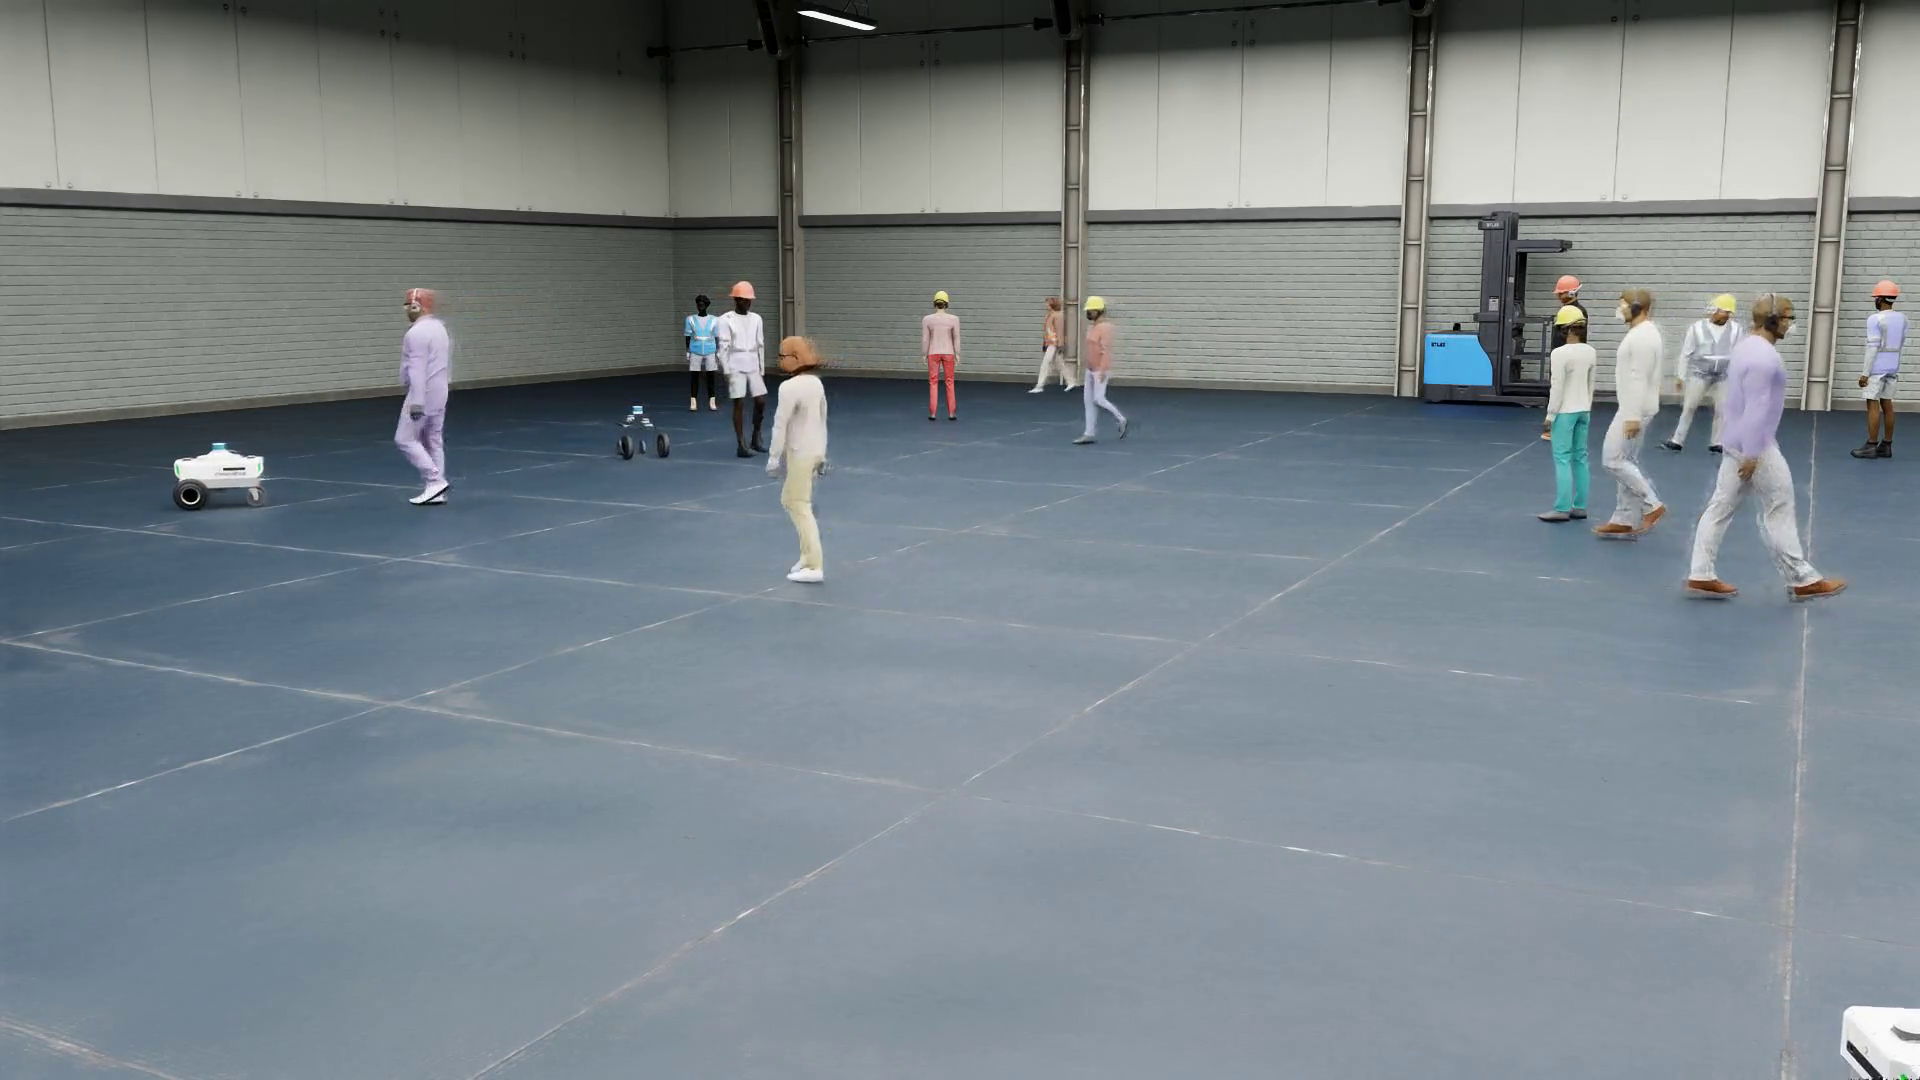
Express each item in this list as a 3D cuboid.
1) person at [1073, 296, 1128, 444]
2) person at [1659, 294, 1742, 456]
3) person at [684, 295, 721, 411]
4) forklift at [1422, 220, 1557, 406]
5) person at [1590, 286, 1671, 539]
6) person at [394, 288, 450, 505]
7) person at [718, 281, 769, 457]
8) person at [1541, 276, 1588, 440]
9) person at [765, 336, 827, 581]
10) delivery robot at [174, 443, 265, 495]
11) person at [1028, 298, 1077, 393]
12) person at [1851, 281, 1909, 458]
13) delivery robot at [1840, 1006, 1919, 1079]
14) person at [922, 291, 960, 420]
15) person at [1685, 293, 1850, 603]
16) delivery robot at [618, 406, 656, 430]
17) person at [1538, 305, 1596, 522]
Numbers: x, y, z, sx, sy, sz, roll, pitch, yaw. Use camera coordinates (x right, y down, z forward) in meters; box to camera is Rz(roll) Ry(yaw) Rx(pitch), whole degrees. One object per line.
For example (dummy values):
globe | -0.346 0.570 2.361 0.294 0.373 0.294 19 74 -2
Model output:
person | 1.657 -2.011 19.679 0.578 1.750 0.539 -4 10 -24
person | 8.291 -1.844 18.577 0.814 1.793 0.404 2 9 14
person | -3.773 -2.744 24.411 0.531 1.692 0.320 -2 9 -11
forklift | 8.245 -3.527 25.720 1.873 2.768 1.129 5 10 27
person | 5.113 -0.955 12.652 0.454 1.928 0.656 3 10 19
person | -4.675 -1.234 14.470 0.432 1.893 0.683 0 9 2
person | -2.395 -1.894 18.432 0.566 1.932 0.414 -6 11 -32
person | 7.262 -2.161 19.920 0.393 1.985 0.611 -1 9 -4
person | -1.076 -0.533 11.014 0.449 1.618 0.509 3 10 17
delivery robot | -6.482 -0.607 14.571 0.707 0.478 0.477 -3 10 -20
person | 1.594 -3.282 28.054 0.872 1.607 0.523 -2 9 -12
person | 10.118 -1.877 18.308 0.551 1.936 0.357 -4 10 -24
delivery robot | 2.313 1.174 3.590 0.707 0.478 0.477 1 9 6
person | -0.262 -2.542 22.944 0.533 1.767 0.326 0 9 -2
person | 5.022 -0.556 10.262 0.972 1.894 0.649 2 9 14
delivery robot | -3.580 -1.371 18.486 0.335 0.223 0.698 -5 11 -29
person | 4.981 -1.036 13.660 0.533 1.765 0.330 -6 11 -33
